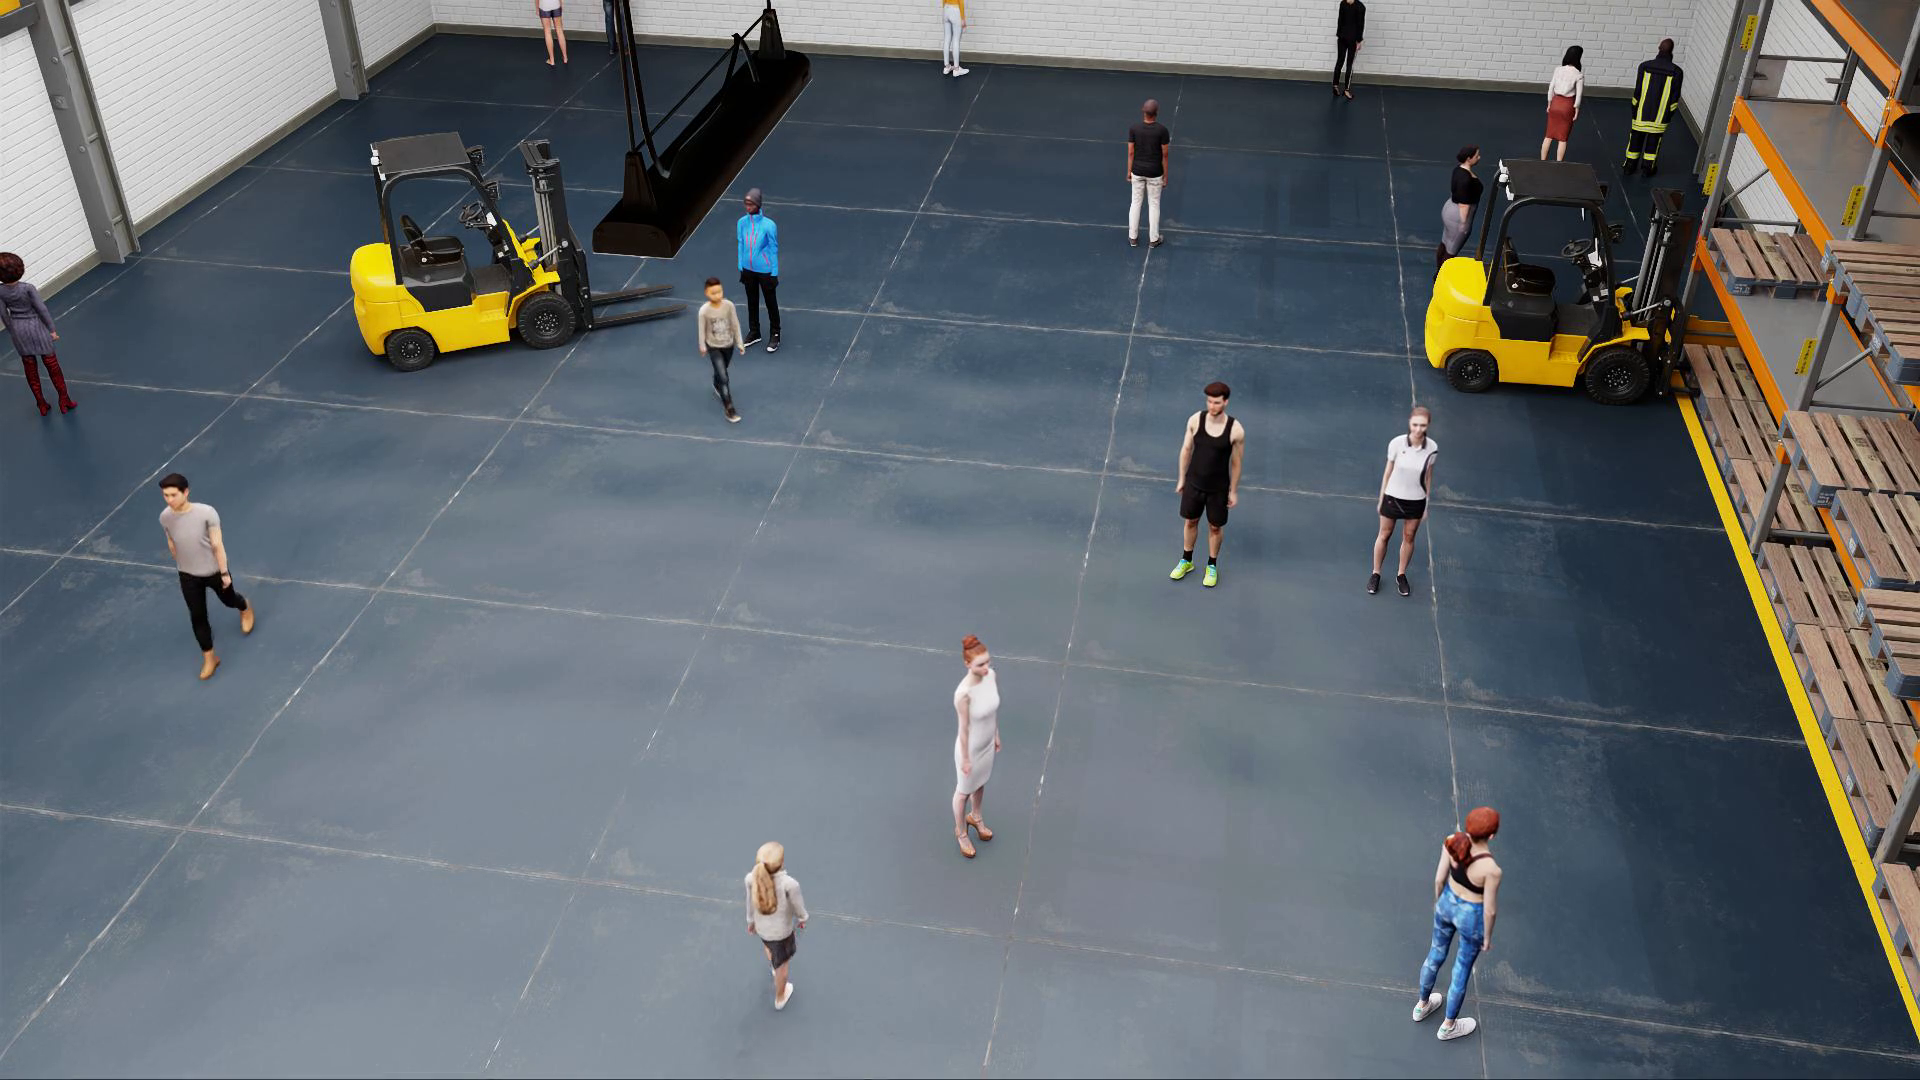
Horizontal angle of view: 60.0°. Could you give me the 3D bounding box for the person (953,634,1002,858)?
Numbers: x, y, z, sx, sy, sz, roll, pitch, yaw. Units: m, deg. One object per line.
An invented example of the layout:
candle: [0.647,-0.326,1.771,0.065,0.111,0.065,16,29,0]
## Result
person: [0.098,1.396,11.259,0.690,1.793,0.554,22,39,29]

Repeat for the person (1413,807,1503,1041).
person: [2.995,2.276,9.942,0.747,1.785,0.689,-23,40,-30]

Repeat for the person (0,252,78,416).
person: [-9.229,-2.047,16.513,0.649,1.710,0.606,-4,34,-6]

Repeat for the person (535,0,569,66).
person: [-6.382,-8.286,25.879,0.687,1.733,0.731,-17,37,-24]

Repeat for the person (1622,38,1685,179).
person: [9.139,-5.707,21.918,0.834,1.823,0.804,18,38,25]

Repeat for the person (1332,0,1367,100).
person: [5.729,-7.372,24.529,0.715,1.706,0.684,-27,42,-35]

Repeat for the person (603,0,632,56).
person: [-5.487,-8.626,26.280,0.673,1.856,0.589,8,35,12]

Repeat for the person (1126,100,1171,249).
person: [2.245,-4.397,19.963,0.679,1.805,0.621,9,35,13]

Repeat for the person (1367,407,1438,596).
person: [3.713,-0.334,13.898,0.564,1.752,0.556,4,34,6]

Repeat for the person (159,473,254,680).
person: [-5.952,0.185,13.169,0.805,1.694,1.165,-3,34,-5]

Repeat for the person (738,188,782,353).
person: [-2.128,-2.882,17.695,0.647,1.793,0.593,12,35,17]

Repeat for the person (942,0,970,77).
person: [-0.115,-8.002,25.435,0.685,1.751,0.725,29,43,36]

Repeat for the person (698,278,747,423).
person: [-2.425,-1.976,16.655,0.975,1.435,1.052,-19,38,-27]

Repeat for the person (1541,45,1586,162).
person: [7.916,-5.626,21.862,0.676,1.750,0.697,28,43,35]

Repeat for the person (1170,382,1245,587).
person: [2.093,-0.490,14.006,0.733,1.892,0.659,14,36,19]

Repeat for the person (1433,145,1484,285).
person: [5.627,-3.639,18.864,0.743,1.760,0.576,2,34,4]

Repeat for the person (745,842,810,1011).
person: [-1.161,2.395,10.236,0.551,1.261,0.683,9,35,13]
